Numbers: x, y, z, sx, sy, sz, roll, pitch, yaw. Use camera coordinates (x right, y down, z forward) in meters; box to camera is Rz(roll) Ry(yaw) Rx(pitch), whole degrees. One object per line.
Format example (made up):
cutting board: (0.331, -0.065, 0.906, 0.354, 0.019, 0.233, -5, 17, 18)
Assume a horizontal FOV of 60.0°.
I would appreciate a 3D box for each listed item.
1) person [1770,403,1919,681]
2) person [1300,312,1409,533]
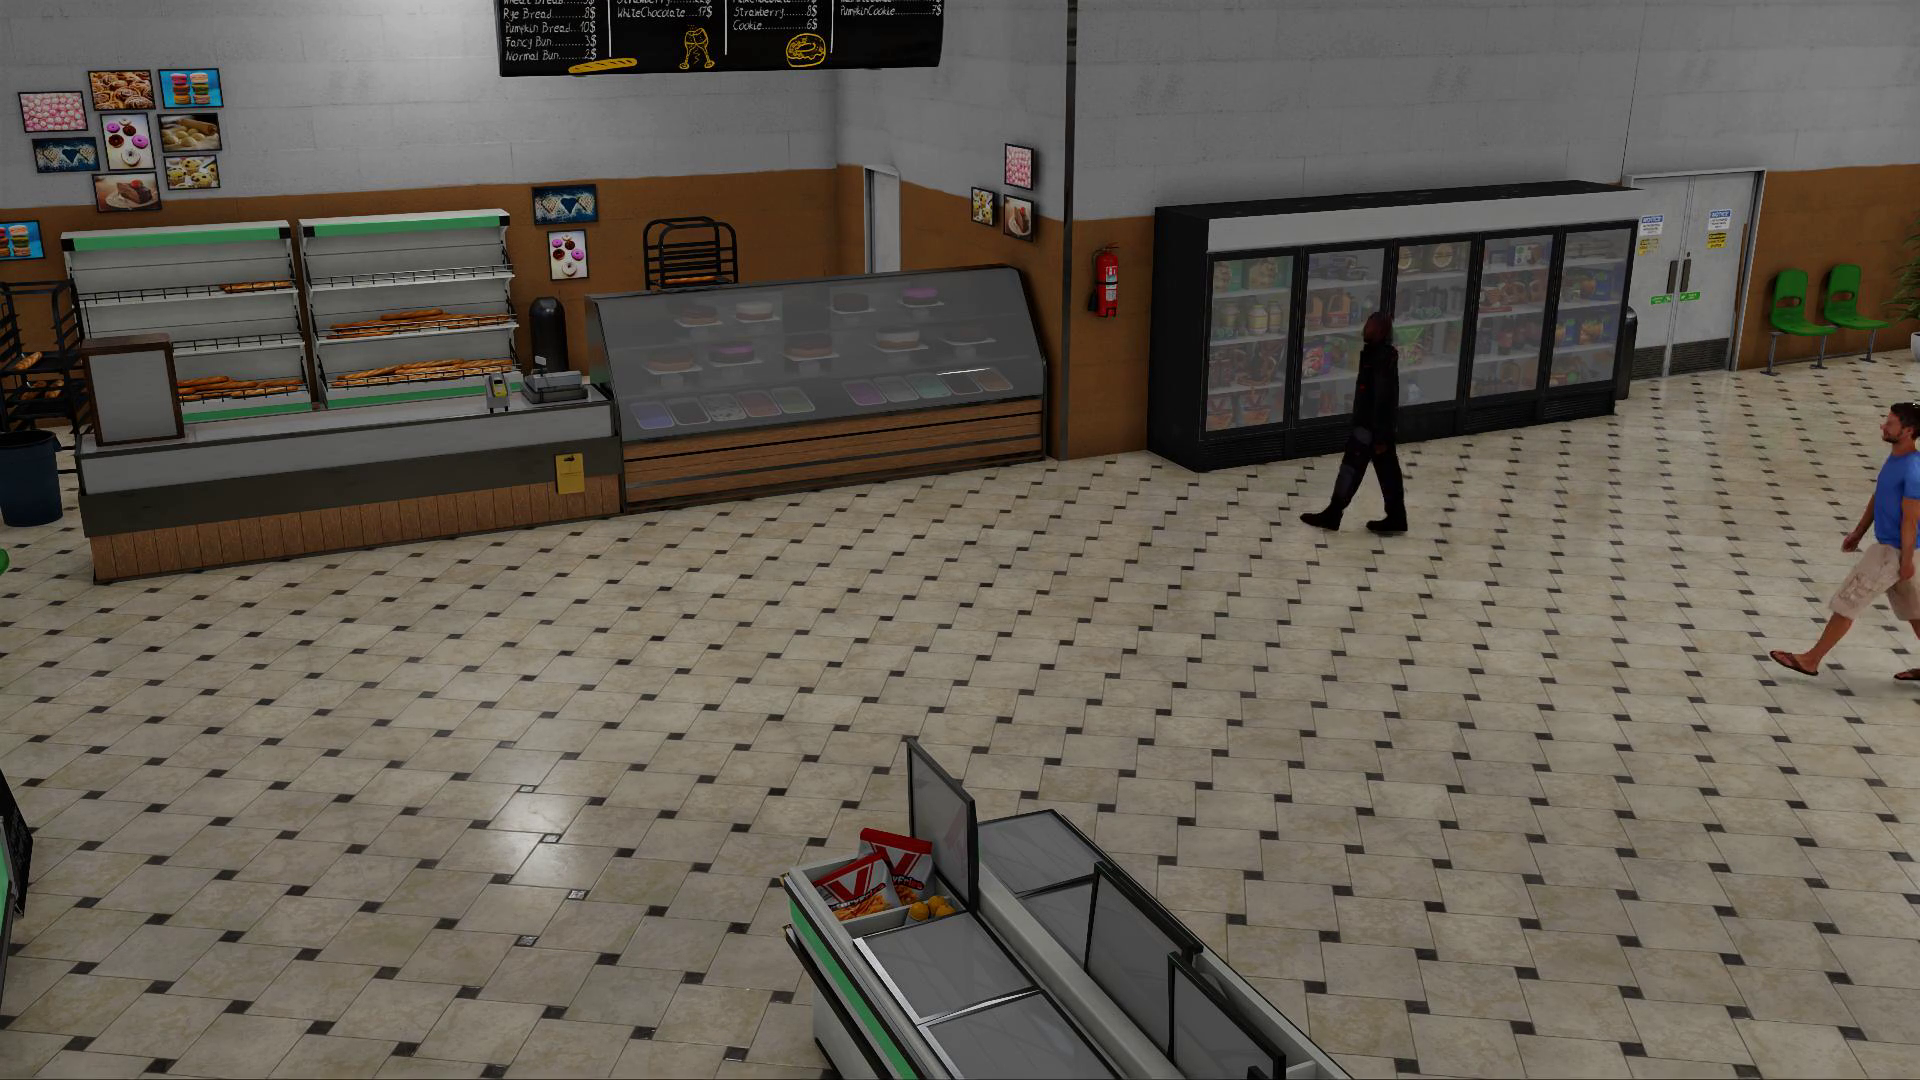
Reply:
person: (5.895, 0.079, 10.318, 1.290, 1.803, 1.190, 8, 20, 21)
person: (3.409, -0.897, 13.223, 1.183, 1.796, 1.150, 5, 19, 15)
